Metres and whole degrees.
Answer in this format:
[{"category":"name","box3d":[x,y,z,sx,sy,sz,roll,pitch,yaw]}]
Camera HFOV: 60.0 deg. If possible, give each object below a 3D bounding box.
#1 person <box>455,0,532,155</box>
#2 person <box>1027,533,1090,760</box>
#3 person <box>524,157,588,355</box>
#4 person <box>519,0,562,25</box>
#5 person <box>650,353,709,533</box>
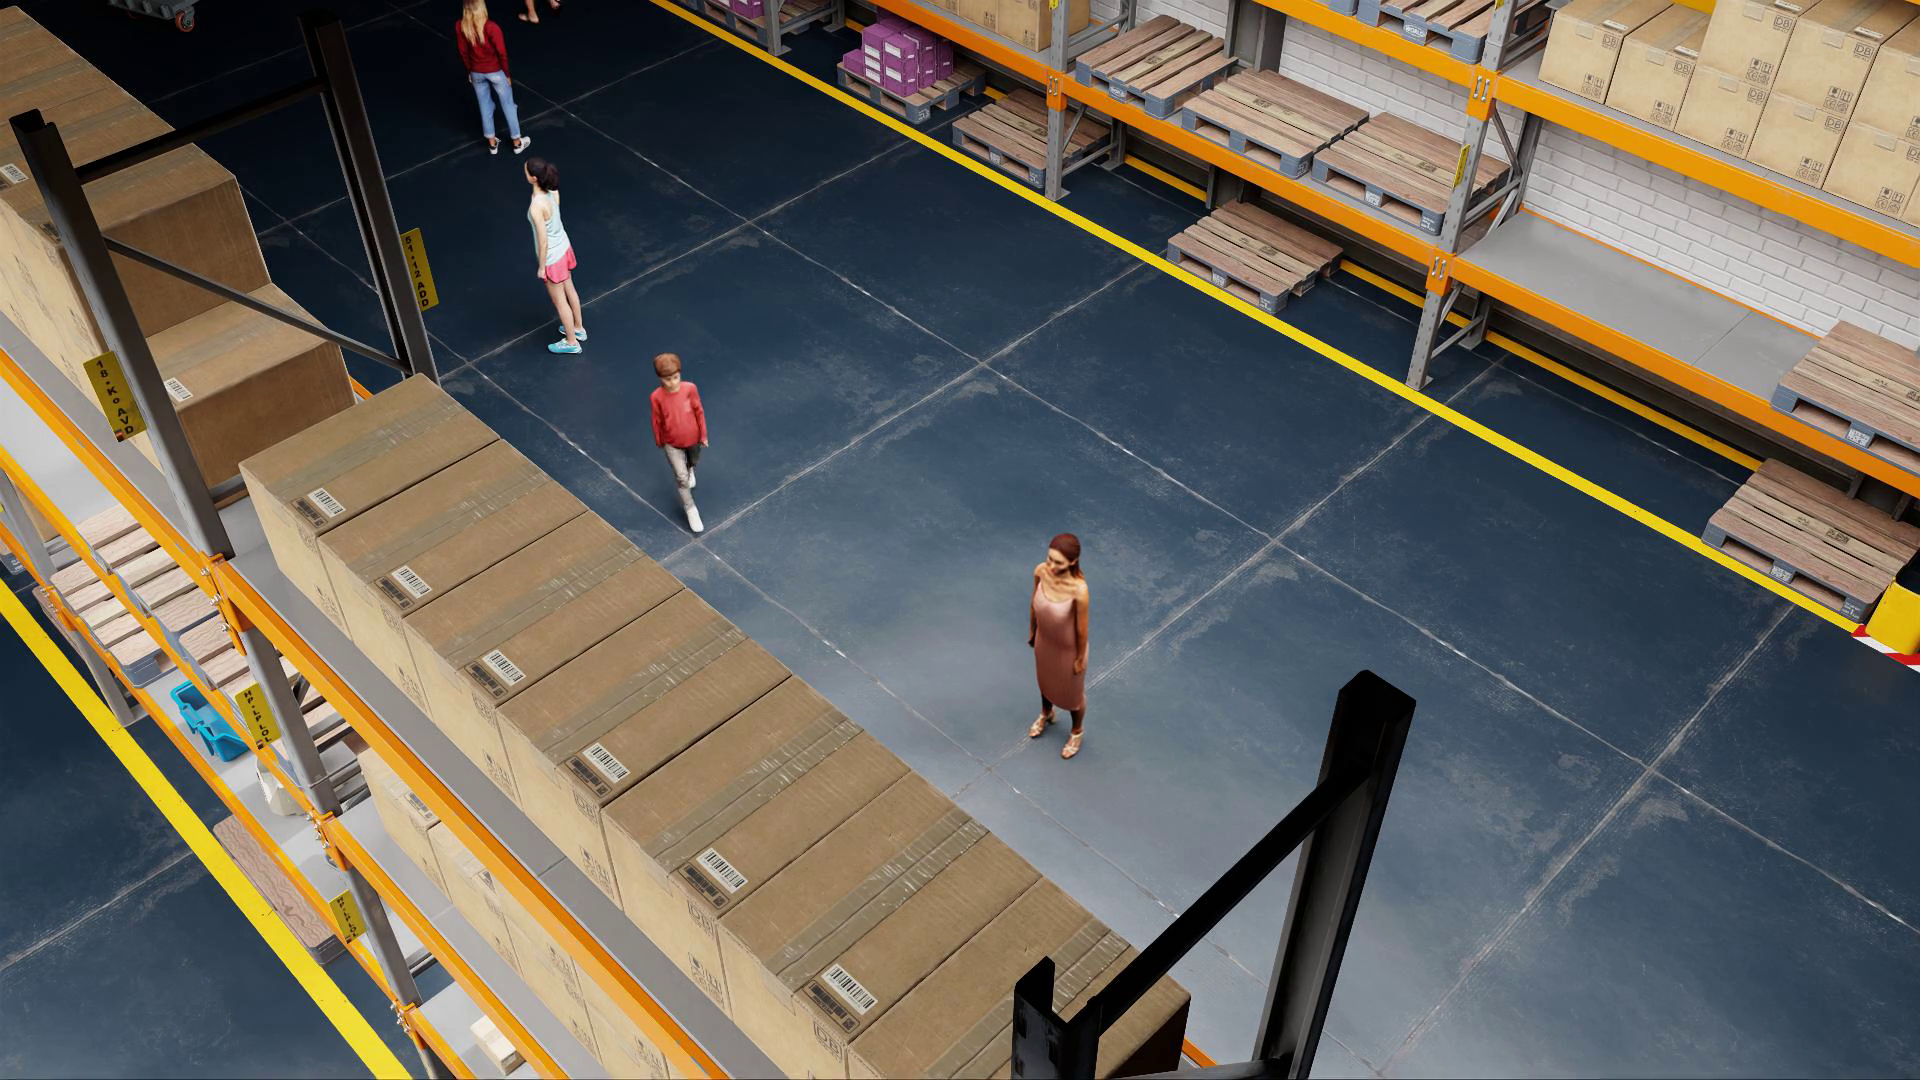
[{"category":"person","box3d":[-4.432,-4.396,15.633,0.664,1.634,0.741,3,44,3]},{"category":"person","box3d":[0.629,0.630,10.216,0.479,1.830,0.646,30,51,28]},{"category":"person","box3d":[-3.262,-2.282,13.320,0.739,1.765,0.701,7,44,7]},{"category":"person","box3d":[-4.535,-6.189,17.584,0.844,1.539,0.656,22,48,22]},{"category":"person","box3d":[-2.032,-0.798,12.026,0.757,1.401,1.009,-16,46,-16]}]
